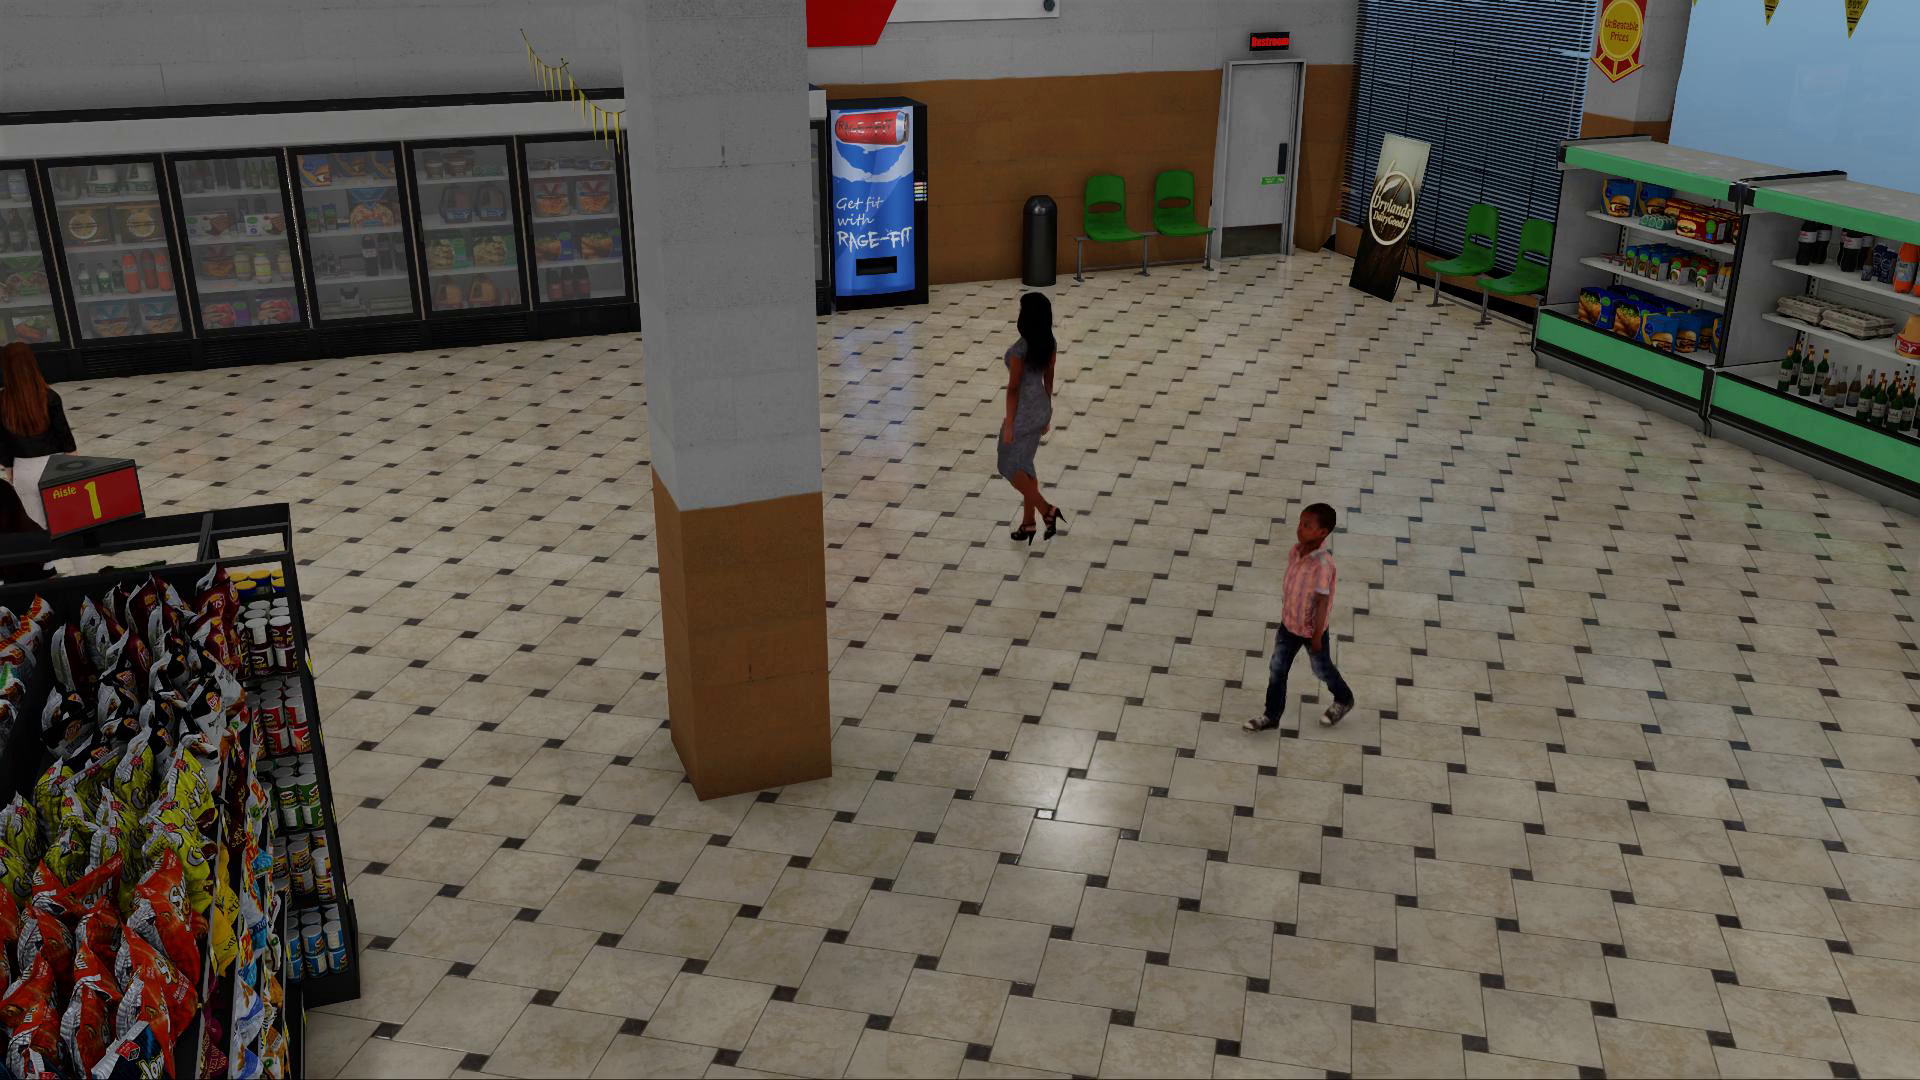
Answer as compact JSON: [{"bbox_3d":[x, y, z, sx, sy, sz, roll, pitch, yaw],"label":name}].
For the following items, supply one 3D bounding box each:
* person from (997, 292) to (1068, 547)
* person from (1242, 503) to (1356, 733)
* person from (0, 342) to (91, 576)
[{"bbox_3d":[0.521,-0.752,11.096,0.871,1.763,0.775,19,28,39],"label":"person"},{"bbox_3d":[1.893,0.424,8.805,0.610,1.292,0.839,-10,24,-23],"label":"person"},{"bbox_3d":[-5.676,-0.398,10.295,0.615,1.704,0.547,-5,22,-12],"label":"person"}]
